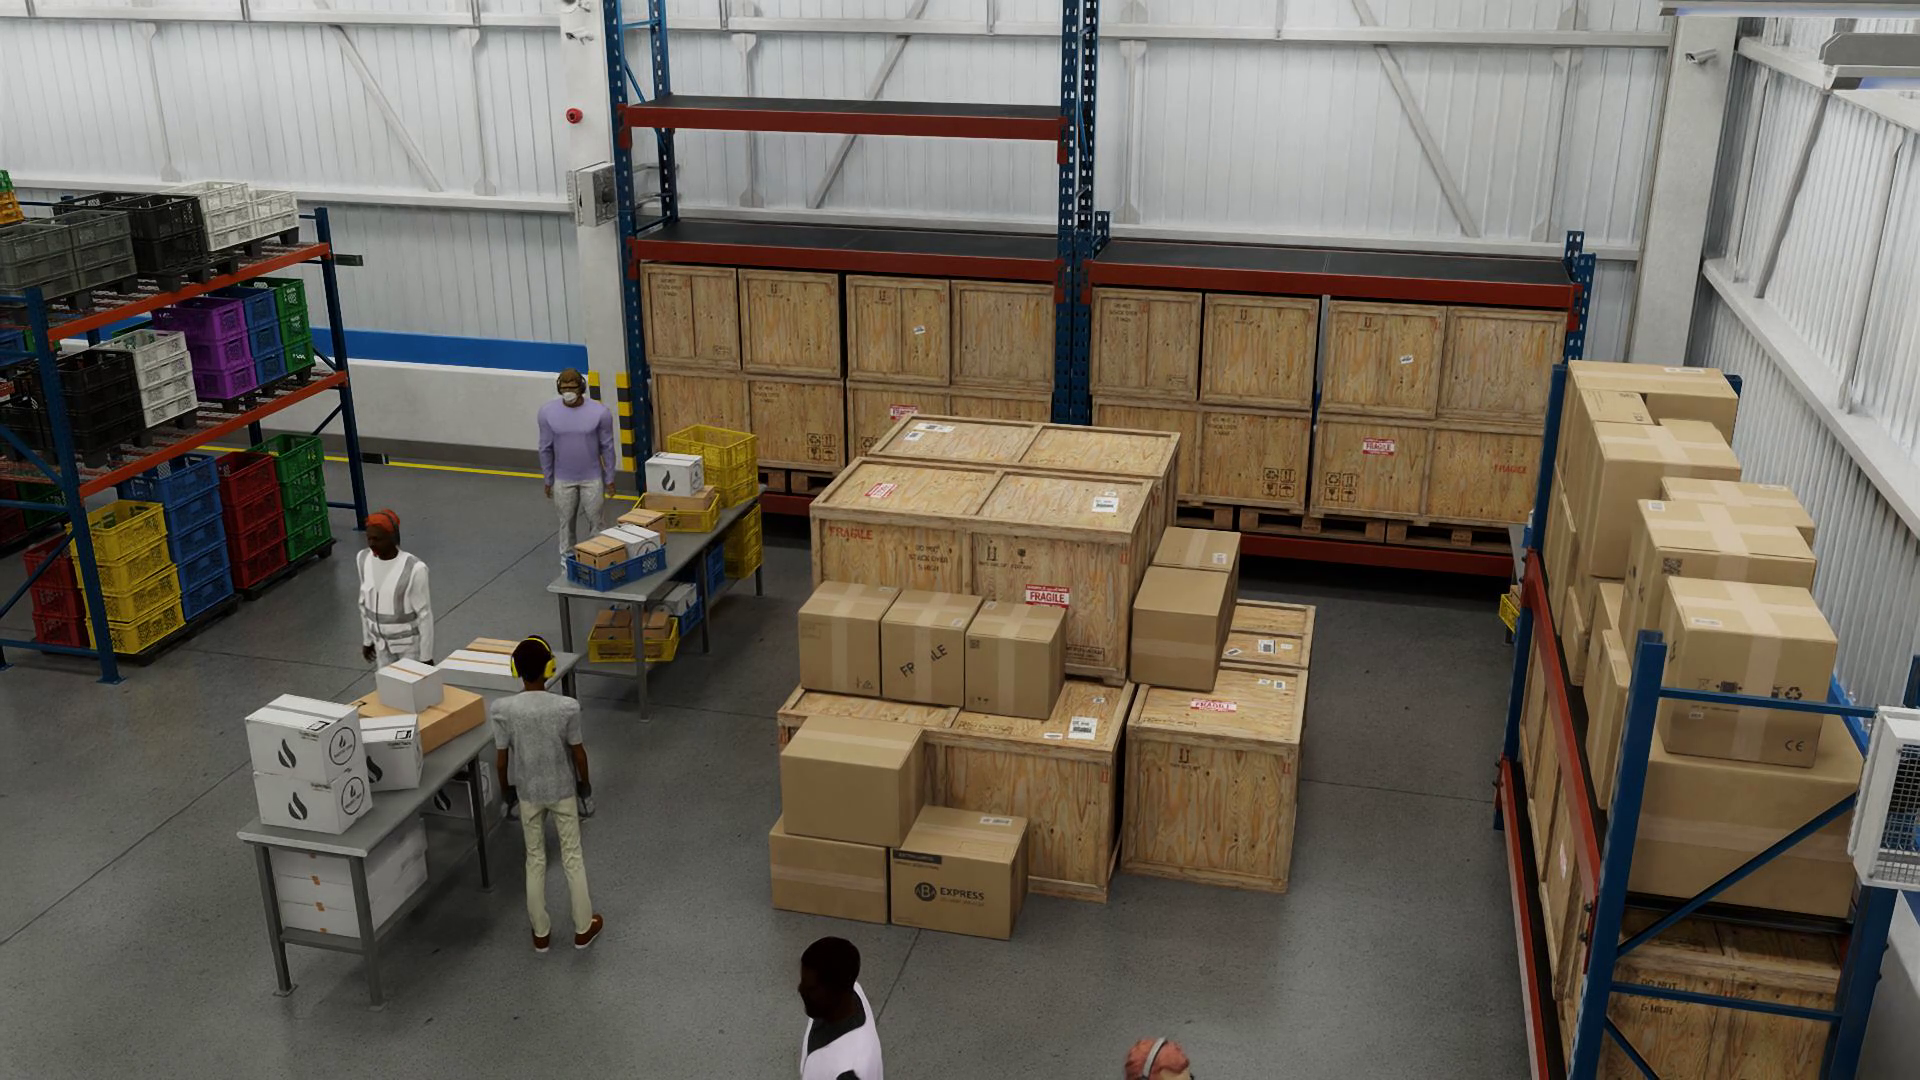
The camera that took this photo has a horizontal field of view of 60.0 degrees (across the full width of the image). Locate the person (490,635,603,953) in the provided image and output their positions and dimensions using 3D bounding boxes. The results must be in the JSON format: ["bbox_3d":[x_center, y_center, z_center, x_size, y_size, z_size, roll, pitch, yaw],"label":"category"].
[{"bbox_3d":[-2.272,1.399,9.133,0.520,1.865,0.328,-2,21,-4],"label":"person"}]

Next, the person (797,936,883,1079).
[{"bbox_3d":[-0.454,2.375,6.507,0.391,1.916,0.593,-5,21,-12],"label":"person"}]

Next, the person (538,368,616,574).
[{"bbox_3d":[-3.213,-0.517,14.040,0.627,1.940,0.376,-2,21,-5],"label":"person"}]

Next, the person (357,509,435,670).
[{"bbox_3d":[-3.707,0.685,10.994,0.579,1.877,0.361,10,23,25],"label":"person"}]

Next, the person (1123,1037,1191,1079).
[{"bbox_3d":[0.653,2.590,5.978,0.398,1.900,0.650,14,25,33],"label":"person"}]
